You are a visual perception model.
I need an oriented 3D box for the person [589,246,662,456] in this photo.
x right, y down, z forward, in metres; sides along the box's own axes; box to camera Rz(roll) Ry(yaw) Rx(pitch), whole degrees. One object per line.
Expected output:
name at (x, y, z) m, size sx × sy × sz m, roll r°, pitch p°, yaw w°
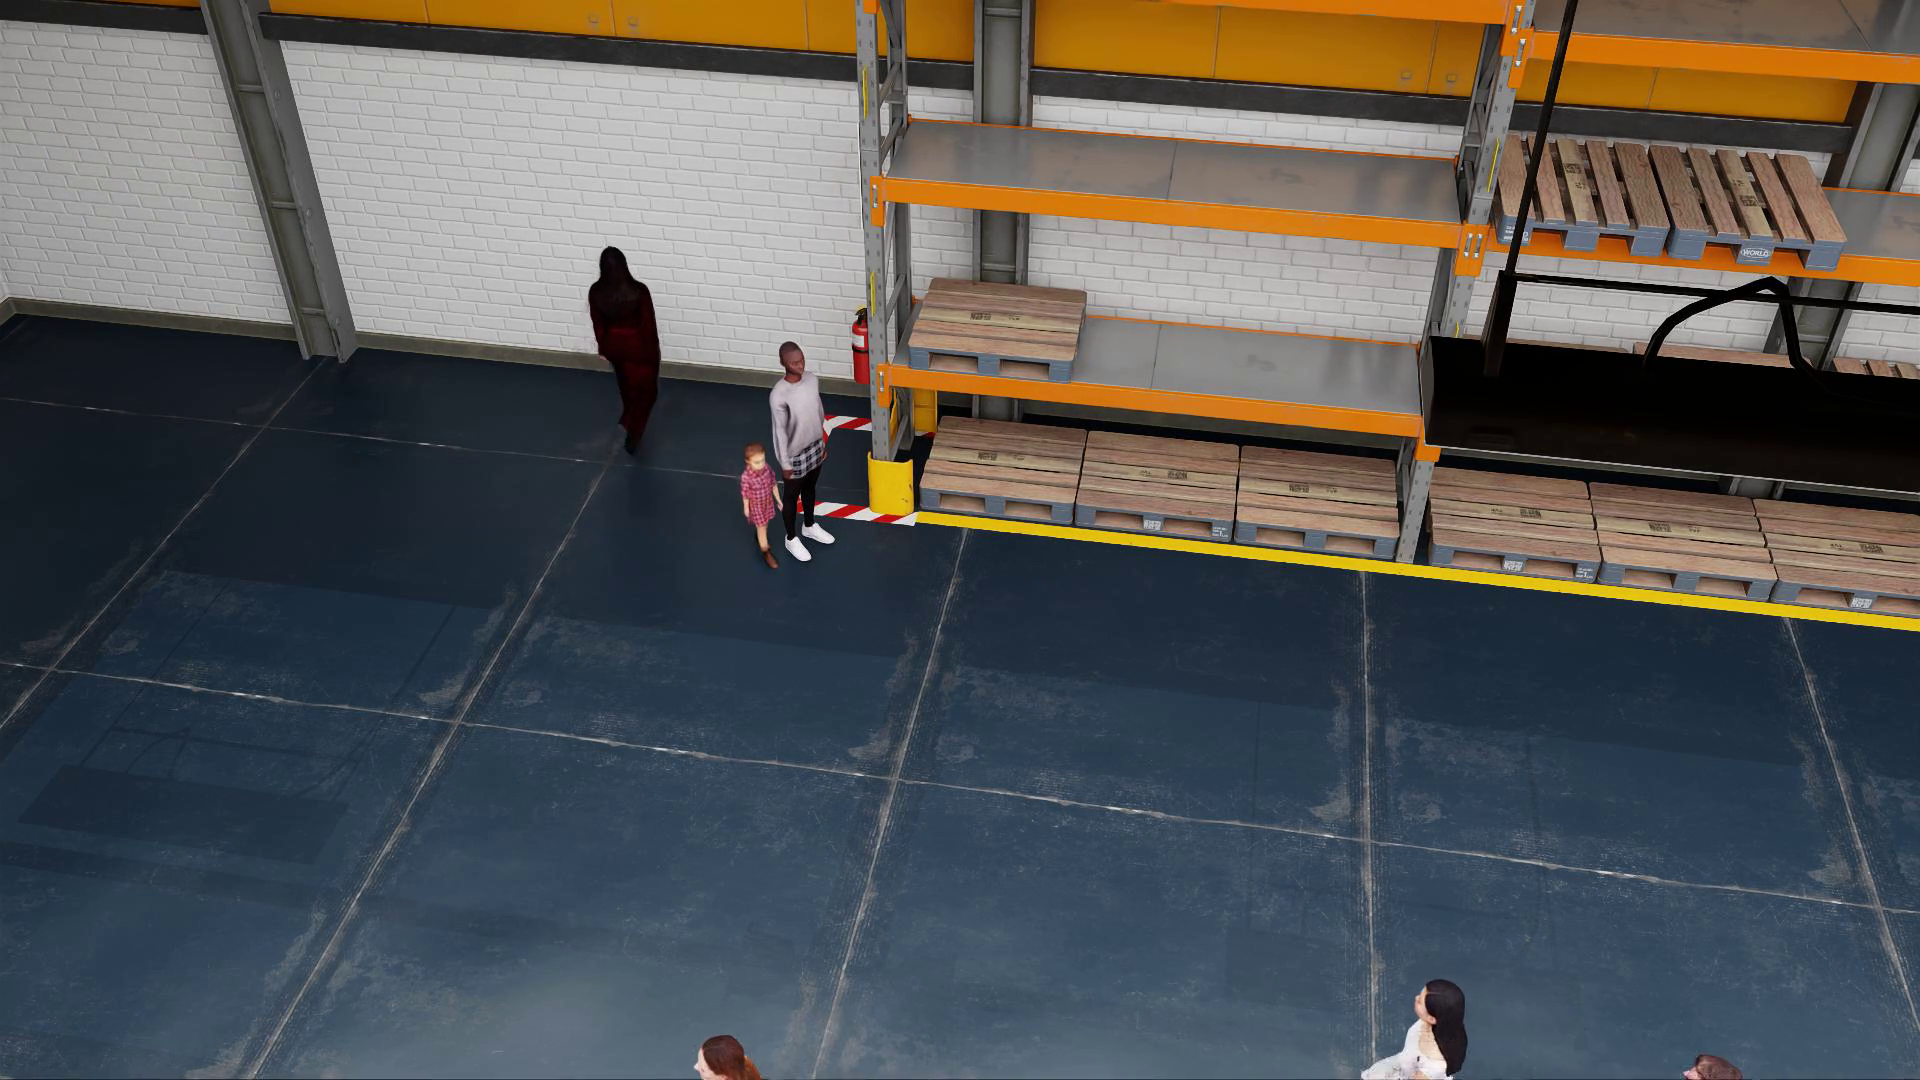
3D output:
person at (-2.622, -1.464, 13.128) m, size 0.943 × 1.728 × 0.711 m, roll 5°, pitch 39°, yaw 7°

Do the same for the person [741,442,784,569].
person at (-1.478, -0.320, 12.264) m, size 0.626 × 1.019 × 0.699 m, roll -25°, pitch 45°, yaw -28°

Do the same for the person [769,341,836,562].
person at (-1.174, -0.672, 12.101) m, size 0.696 × 1.772 × 0.698 m, roll 26°, pitch 45°, yaw 29°

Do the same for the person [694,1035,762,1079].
person at (-0.935, 2.838, 7.782) m, size 0.676 × 1.676 × 0.697 m, roll -3°, pitch 39°, yaw -3°

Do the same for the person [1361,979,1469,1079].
person at (2.243, 2.711, 7.874) m, size 0.786 × 1.761 × 0.703 m, roll 14°, pitch 41°, yaw 17°
